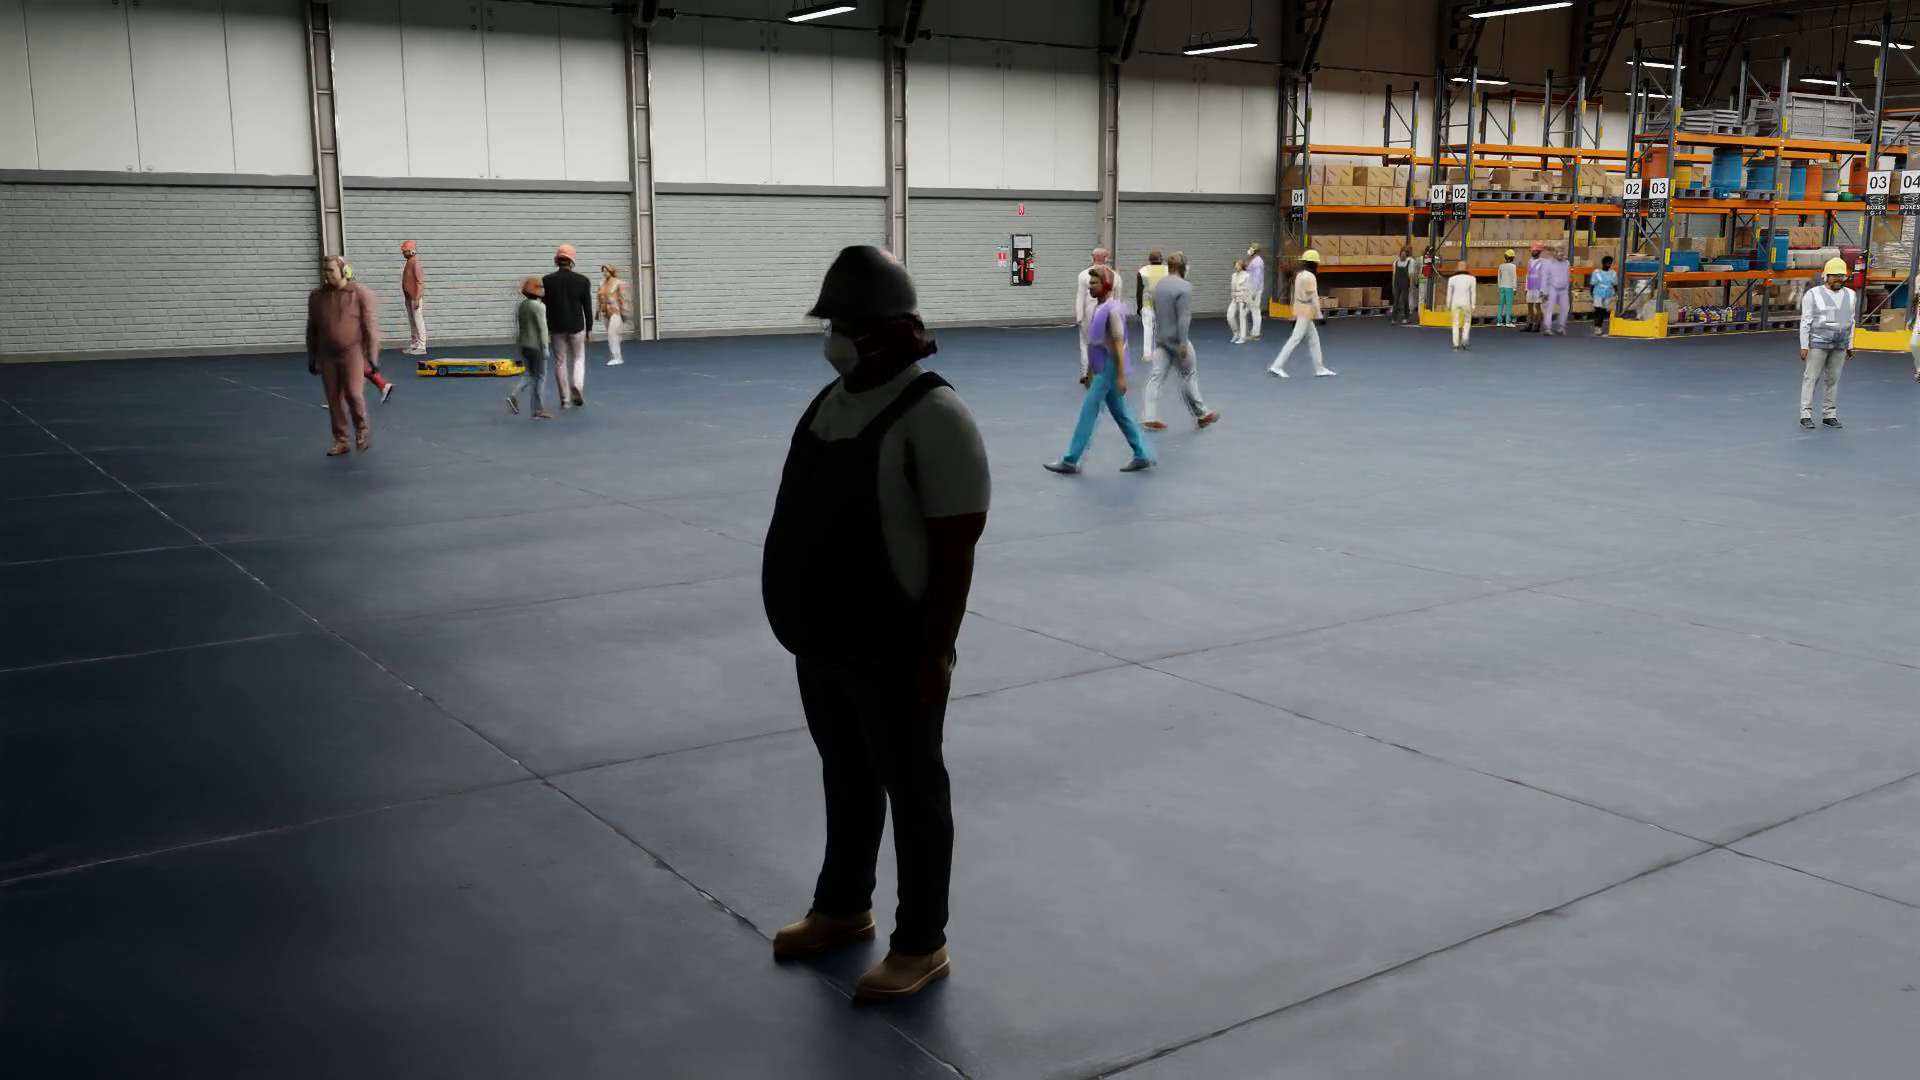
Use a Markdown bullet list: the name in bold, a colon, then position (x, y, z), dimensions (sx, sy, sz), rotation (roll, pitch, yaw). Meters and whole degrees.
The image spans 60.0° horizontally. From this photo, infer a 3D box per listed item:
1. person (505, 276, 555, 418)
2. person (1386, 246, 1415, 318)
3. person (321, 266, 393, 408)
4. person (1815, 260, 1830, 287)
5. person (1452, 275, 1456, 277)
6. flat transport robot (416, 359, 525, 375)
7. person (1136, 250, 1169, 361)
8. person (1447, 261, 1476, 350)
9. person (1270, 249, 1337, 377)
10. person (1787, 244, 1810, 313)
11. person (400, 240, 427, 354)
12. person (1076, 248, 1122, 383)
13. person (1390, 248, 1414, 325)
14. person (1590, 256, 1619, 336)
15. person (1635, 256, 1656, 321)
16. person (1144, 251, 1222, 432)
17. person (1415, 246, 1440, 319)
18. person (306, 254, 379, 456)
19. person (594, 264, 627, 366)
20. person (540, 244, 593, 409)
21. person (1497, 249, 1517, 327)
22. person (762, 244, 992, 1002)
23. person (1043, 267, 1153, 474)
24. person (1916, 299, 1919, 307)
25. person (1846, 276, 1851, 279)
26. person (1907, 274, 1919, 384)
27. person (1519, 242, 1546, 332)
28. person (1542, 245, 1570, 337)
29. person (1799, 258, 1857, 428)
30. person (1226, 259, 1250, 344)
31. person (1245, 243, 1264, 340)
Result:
- **person**: position (-4.862, -2.165, 18.802), dimensions (0.453, 1.622, 0.499), rotation (-10, 14, -44)
- **person**: position (11.223, -6.522, 42.090), dimensions (0.977, 1.830, 0.600), rotation (-7, 13, -35)
- **person**: position (-7.340, -2.469, 20.126), dimensions (0.775, 1.737, 0.526), rotation (-4, 11, -20)
- **person**: position (17.745, -4.943, 34.090), dimensions (0.852, 1.583, 0.516), rotation (-6, 12, -31)
- **person**: position (12.402, -6.307, 41.113), dimensions (0.549, 1.748, 0.408), rotation (6, 12, 30)
- **flat transport robot**: position (-7.289, -2.585, 24.784), dimensions (1.431, 0.197, 0.652), rotation (1, 10, 4)
- **person**: position (3.229, -3.875, 27.557), dimensions (0.624, 1.840, 0.430), rotation (0, 10, 1)
- **person**: position (9.169, -4.280, 30.377), dimensions (0.522, 1.606, 0.662), rotation (5, 12, 26)
- **person**: position (5.038, -3.319, 24.418), dimensions (1.021, 1.880, 0.584), rotation (0, 10, -1)
- **person**: position (22.751, -7.098, 45.124), dimensions (0.497, 1.870, 0.600), rotation (-7, 13, -35)
- **person**: position (-9.619, -4.261, 29.237), dimensions (0.375, 1.997, 0.611), rotation (-8, 13, -37)
- **person**: position (1.897, -3.108, 23.201), dimensions (0.680, 1.884, 0.697), rotation (-2, 11, -13)
- **person**: position (10.417, -5.967, 39.155), dimensions (0.507, 1.808, 0.929), rotation (5, 12, 27)
- **person**: position (13.339, -5.031, 34.401), dimensions (0.535, 1.648, 0.822), rotation (0, 10, -2)
- **person**: position (15.428, -5.584, 37.525), dimensions (0.407, 1.627, 0.519), rotation (-7, 13, -35)
- **person**: position (2.345, -2.109, 17.719), dimensions (0.993, 1.889, 0.662), rotation (-6, 12, -32)
- **person**: position (11.680, -6.417, 41.483), dimensions (0.635, 1.842, 0.429), rotation (6, 12, 31)
- **person**: position (-5.835, -1.735, 15.672), dimensions (0.683, 1.892, 0.446), rotation (1, 10, 5)
- **person**: position (-5.616, -3.582, 26.556), dimensions (0.513, 1.617, 0.637), rotation (7, 13, 34)
- **person**: position (-4.686, -2.533, 19.827), dimensions (0.622, 1.973, 0.582), rotation (-2, 11, -11)
- **person**: position (12.496, -5.735, 37.952), dimensions (0.312, 1.768, 0.522), rotation (-6, 12, -29)
- **person**: position (-0.272, 0.224, 4.533), dimensions (0.536, 2.000, 0.676), rotation (-8, 13, -38)
- **person**: position (1.247, -1.463, 14.459), dimensions (0.996, 1.800, 0.580), rotation (-1, 10, -7)
- **person**: position (20.563, -5.360, 35.523), dimensions (0.882, 1.902, 0.642), rotation (-9, 14, -40)
- **person**: position (22.938, -6.642, 42.737), dimensions (0.429, 1.838, 0.621), rotation (-7, 13, -35)
- **person**: position (13.559, -3.105, 23.293), dimensions (0.398, 1.855, 0.553), rotation (-9, 14, -42)
- **person**: position (12.393, -5.448, 35.931), dimensions (0.378, 1.935, 0.569), rotation (-5, 11, -24)
- **person**: position (12.299, -5.105, 34.170), dimensions (0.672, 1.883, 0.698), rotation (-3, 11, -14)
- **person**: position (9.350, -2.112, 17.908), dimensions (0.602, 1.830, 0.404), rotation (-1, 10, -4)
- **person**: position (5.389, -4.596, 32.083), dimensions (0.386, 1.621, 0.546), rotation (-6, 12, -31)
- **person**: position (5.895, -4.983, 33.363), dimensions (0.387, 1.937, 0.644), rotation (1, 10, 7)
